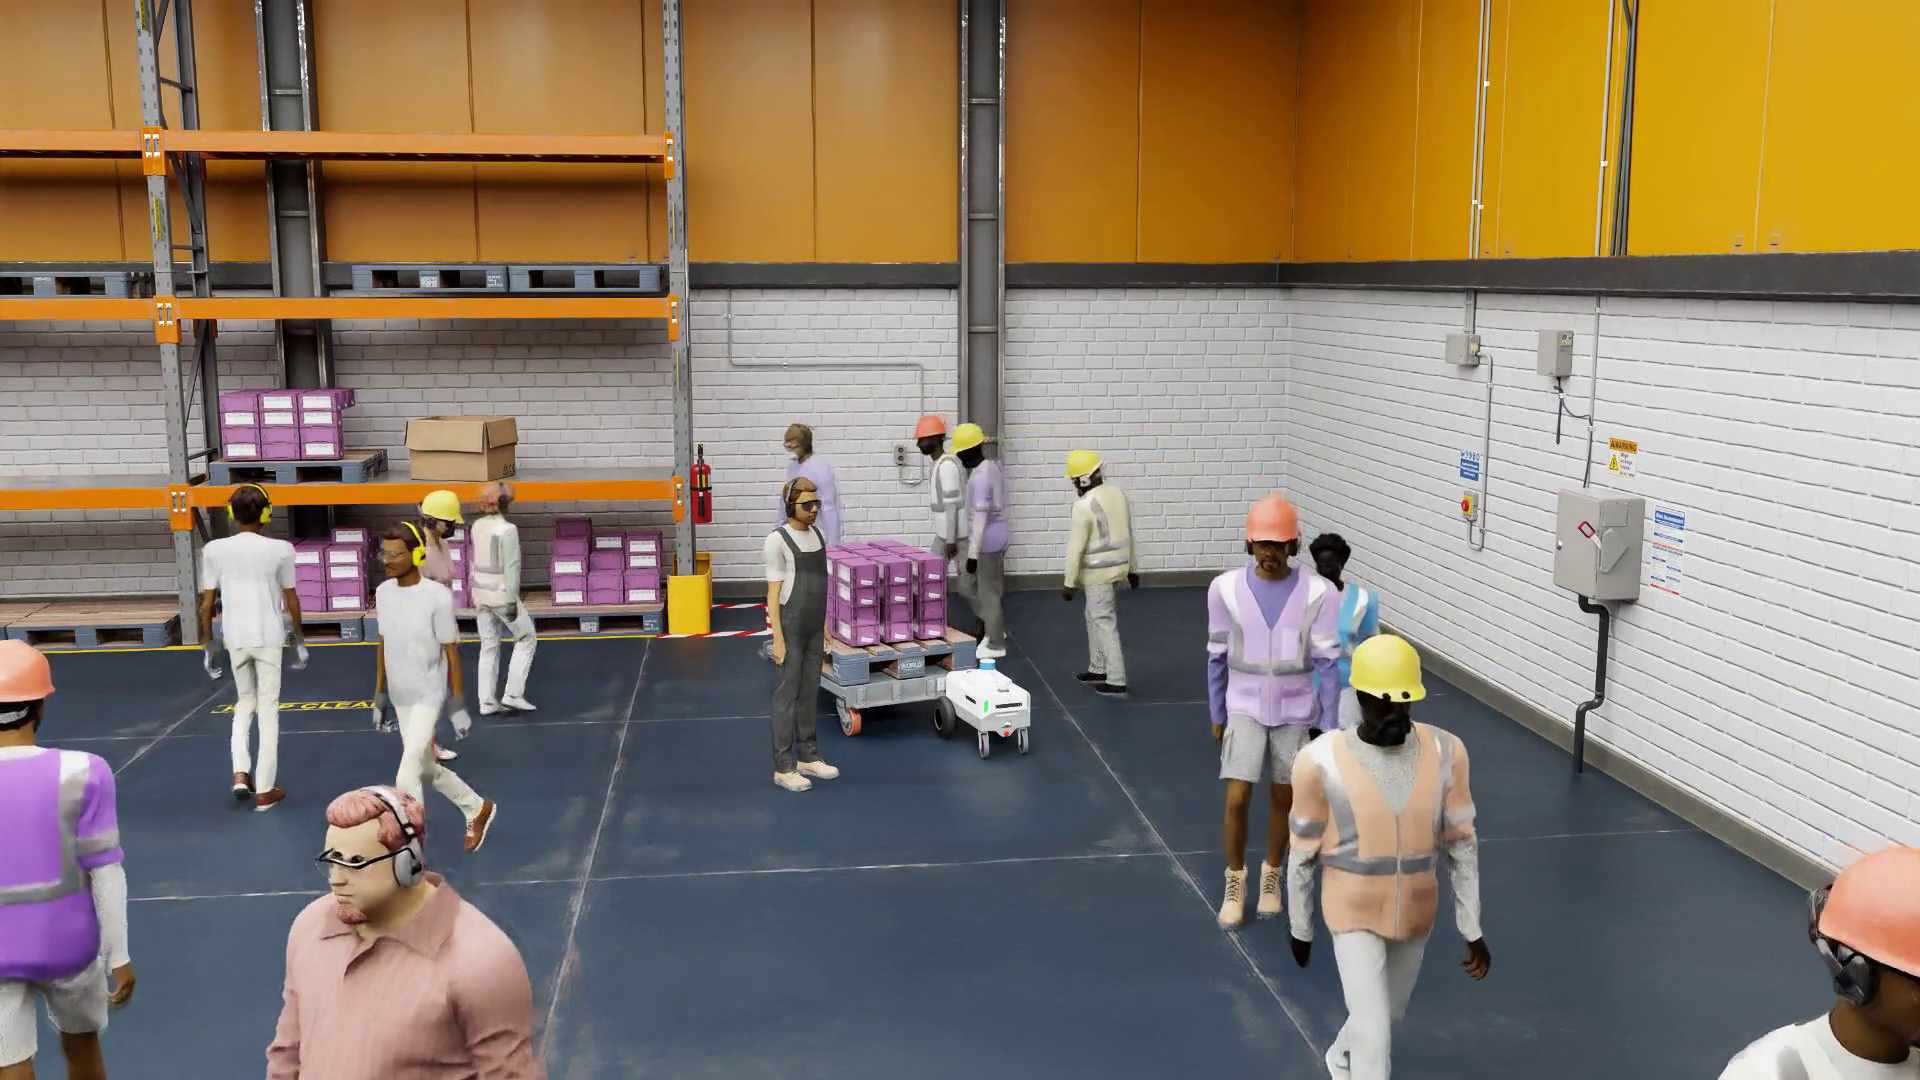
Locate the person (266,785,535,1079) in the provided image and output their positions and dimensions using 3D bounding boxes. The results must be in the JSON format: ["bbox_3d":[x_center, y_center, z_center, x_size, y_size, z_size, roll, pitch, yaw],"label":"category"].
[{"bbox_3d":[-1.338,1.487,3.803,0.665,1.888,0.566,5,11,31],"label":"person"}]

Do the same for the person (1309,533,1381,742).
[{"bbox_3d":[1.974,0.780,8.956,0.548,1.642,0.888,2,9,15],"label":"person"}]

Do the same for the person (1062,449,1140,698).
[{"bbox_3d":[0.950,0.233,11.931,0.665,1.790,0.644,7,11,37],"label":"person"}]

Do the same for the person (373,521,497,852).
[{"bbox_3d":[-2.672,0.789,8.360,0.538,1.842,0.888,5,10,29],"label":"person"}]

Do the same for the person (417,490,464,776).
[{"bbox_3d":[-3.192,0.562,10.034,0.465,1.743,0.583,0,9,-1],"label":"person"}]

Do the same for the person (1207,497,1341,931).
[{"bbox_3d":[1.436,0.808,7.663,0.619,2.020,0.677,2,9,11],"label":"person"}]

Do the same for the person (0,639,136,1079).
[{"bbox_3d":[-2.933,1.244,5.277,0.575,1.900,0.902,-4,10,-22],"label":"person"}]

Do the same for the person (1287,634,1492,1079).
[{"bbox_3d":[1.382,1.211,5.568,0.606,1.890,0.963,-2,9,-10],"label":"person"}]

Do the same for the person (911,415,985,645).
[{"bbox_3d":[-0.089,-0.070,13.602,0.705,1.890,0.545,-2,9,-14],"label":"person"}]

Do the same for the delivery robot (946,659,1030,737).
[{"bbox_3d":[0.176,1.007,10.664,0.477,0.478,0.707,-3,10,-21],"label":"delivery robot"}]

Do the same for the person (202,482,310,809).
[{"bbox_3d":[-4.009,0.602,9.456,0.504,1.857,0.433,0,9,-3],"label":"person"}]

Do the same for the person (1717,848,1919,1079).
[{"bbox_3d":[1.602,1.535,3.098,0.639,2.035,0.546,-4,10,-24],"label":"person"}]

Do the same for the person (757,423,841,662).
[{"bbox_3d":[-1.228,0.004,13.114,0.951,1.865,0.783,-3,10,-20],"label":"person"}]

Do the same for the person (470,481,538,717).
[{"bbox_3d":[-3.114,0.402,11.377,0.537,1.620,0.493,8,12,41],"label":"person"}]

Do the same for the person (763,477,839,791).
[{"bbox_3d":[-0.938,0.544,9.835,0.338,1.845,0.514,6,11,31],"label":"person"}]

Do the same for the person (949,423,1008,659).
[{"bbox_3d":[0.157,0.020,12.978,0.489,1.881,0.675,0,9,3],"label":"person"}]
